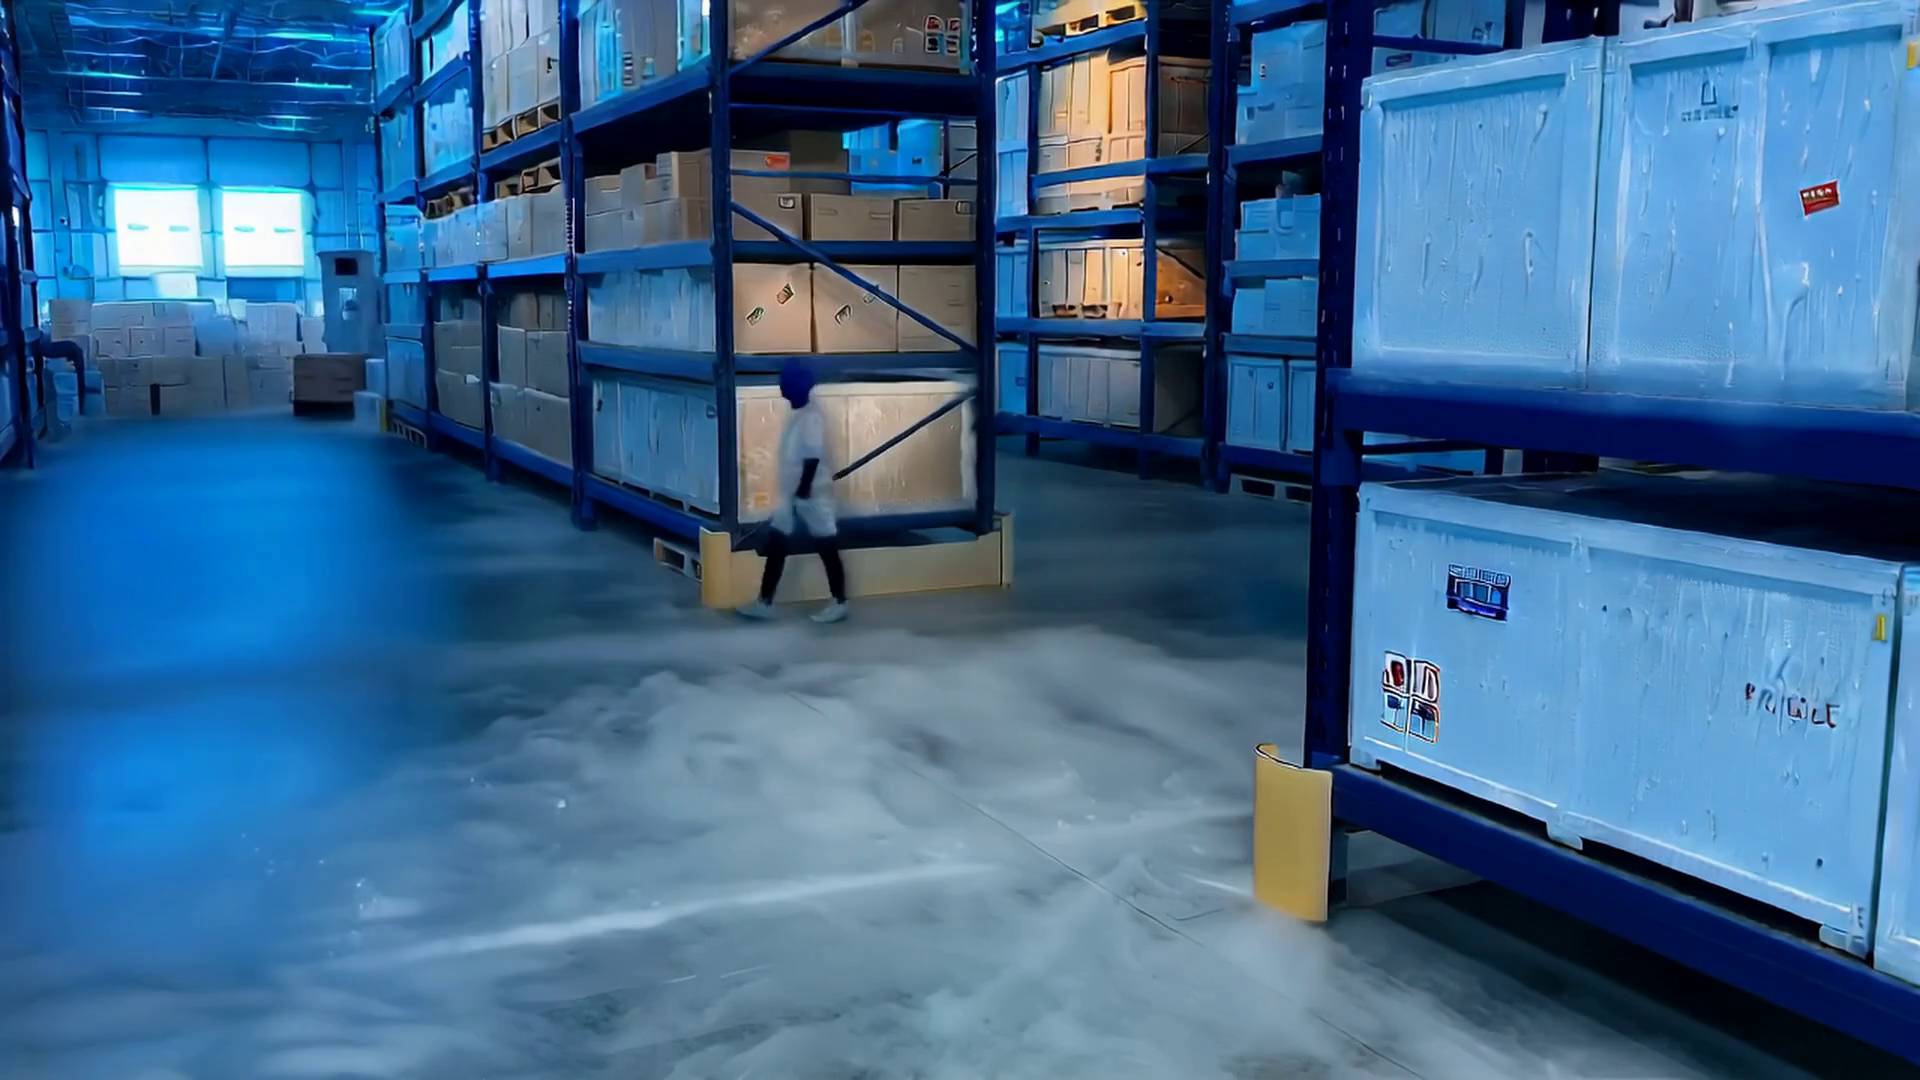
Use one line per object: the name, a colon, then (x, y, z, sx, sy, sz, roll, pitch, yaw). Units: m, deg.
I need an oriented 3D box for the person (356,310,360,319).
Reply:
person: (-20.513, -7.028, 56.633, 0.464, 1.680, 0.540, -8, 12, -44)

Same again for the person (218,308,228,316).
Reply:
person: (-15.291, -3.894, 34.514, 0.634, 1.839, 0.429, 7, 11, 41)

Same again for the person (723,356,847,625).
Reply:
person: (-1.058, -0.279, 10.159, 0.820, 1.656, 0.557, -4, 9, -27)

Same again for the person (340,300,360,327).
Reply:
person: (-10.676, -3.217, 29.307, 0.611, 1.996, 0.379, 8, 11, 42)

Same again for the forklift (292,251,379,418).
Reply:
forklift: (-10.400, -3.519, 28.352, 1.129, 2.768, 1.873, 3, 9, 19)

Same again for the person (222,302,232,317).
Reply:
person: (-25.115, -7.191, 56.942, 0.585, 1.928, 0.368, 2, 8, 13)

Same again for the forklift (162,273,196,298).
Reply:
forklift: (-24.331, -6.948, 52.001, 1.873, 2.768, 1.129, 6, 10, 37)

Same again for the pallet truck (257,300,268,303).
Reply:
pallet truck: (-23.913, -7.404, 58.171, 1.885, 1.965, 0.823, -1, 8, -9)
